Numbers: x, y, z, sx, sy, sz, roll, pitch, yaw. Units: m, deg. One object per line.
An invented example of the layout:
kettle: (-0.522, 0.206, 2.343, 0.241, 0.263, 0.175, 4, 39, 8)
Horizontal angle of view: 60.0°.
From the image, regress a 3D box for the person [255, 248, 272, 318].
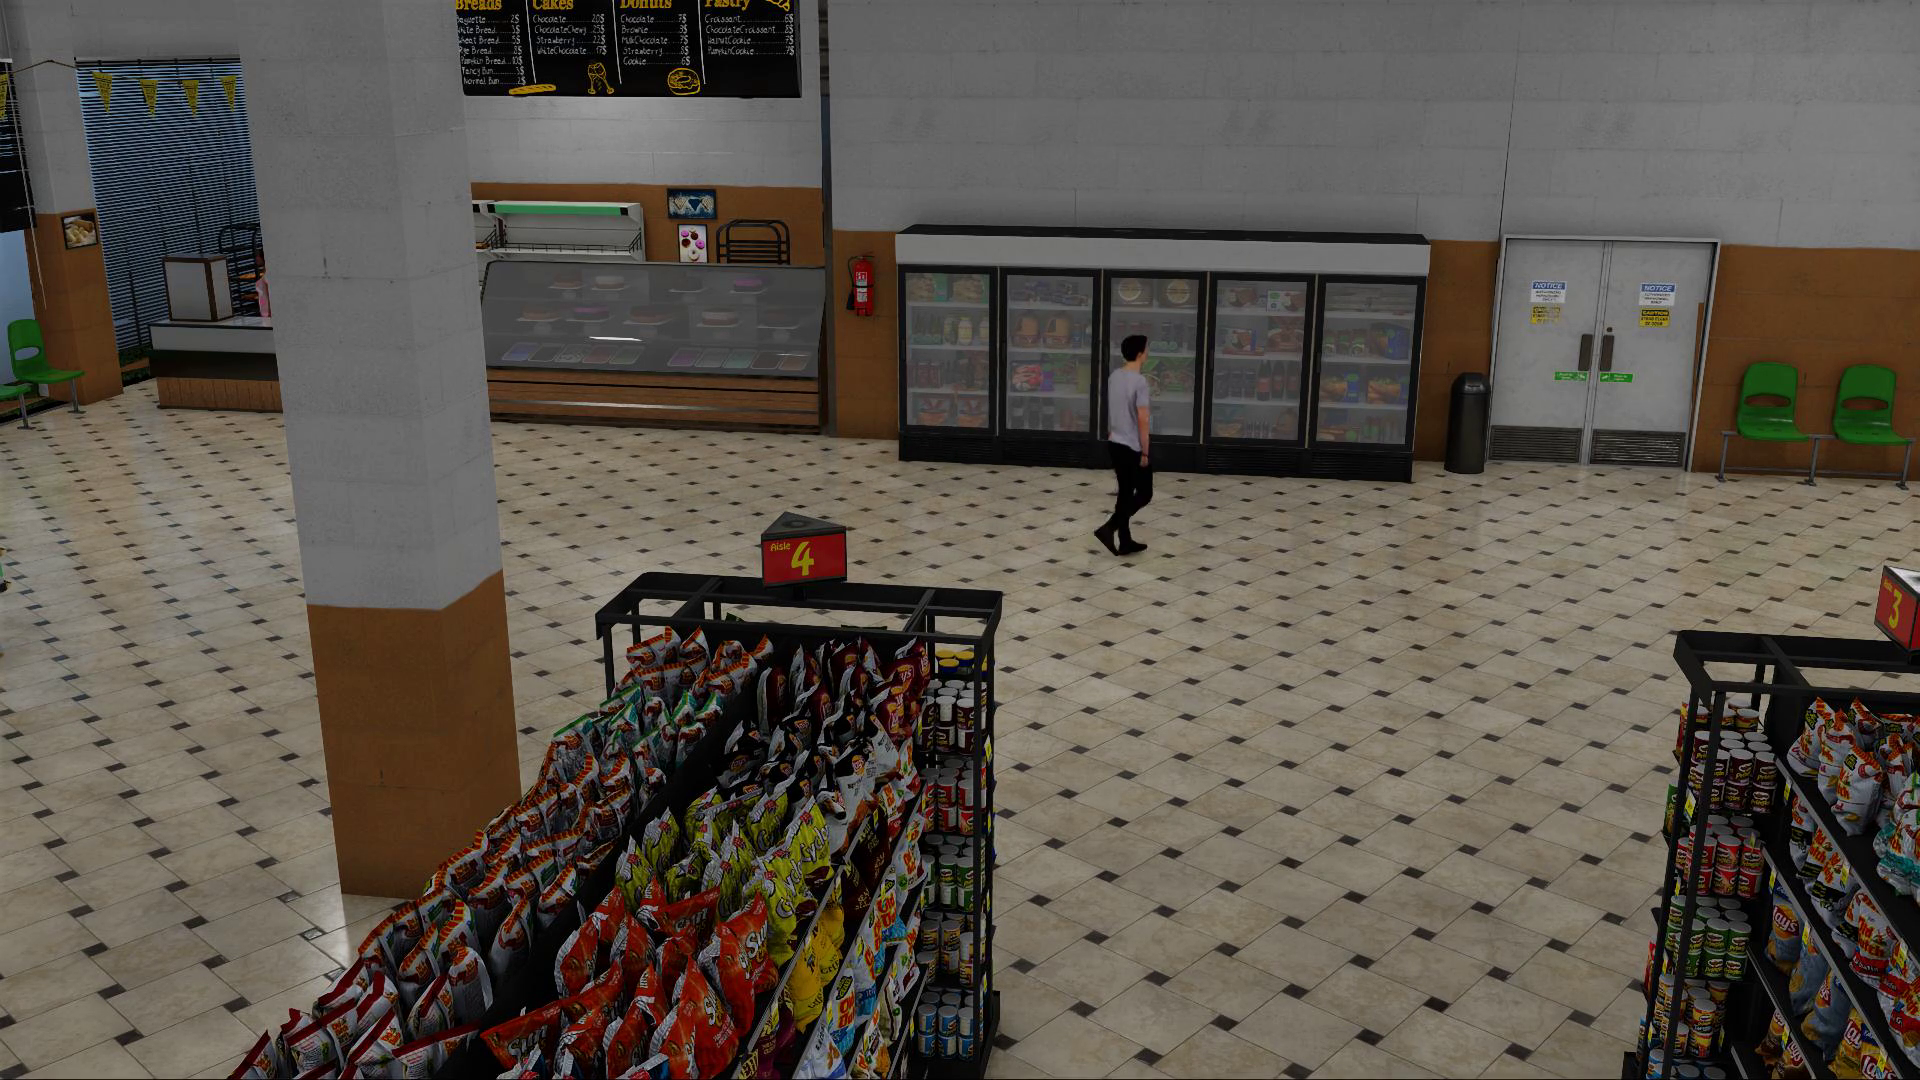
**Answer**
person: (-8.384, -2.714, 20.299, 0.714, 1.742, 0.585, -4, 17, -14)

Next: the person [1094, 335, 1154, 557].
person: (1.311, -0.737, 13.602, 1.010, 1.851, 0.959, -10, 20, -31)
